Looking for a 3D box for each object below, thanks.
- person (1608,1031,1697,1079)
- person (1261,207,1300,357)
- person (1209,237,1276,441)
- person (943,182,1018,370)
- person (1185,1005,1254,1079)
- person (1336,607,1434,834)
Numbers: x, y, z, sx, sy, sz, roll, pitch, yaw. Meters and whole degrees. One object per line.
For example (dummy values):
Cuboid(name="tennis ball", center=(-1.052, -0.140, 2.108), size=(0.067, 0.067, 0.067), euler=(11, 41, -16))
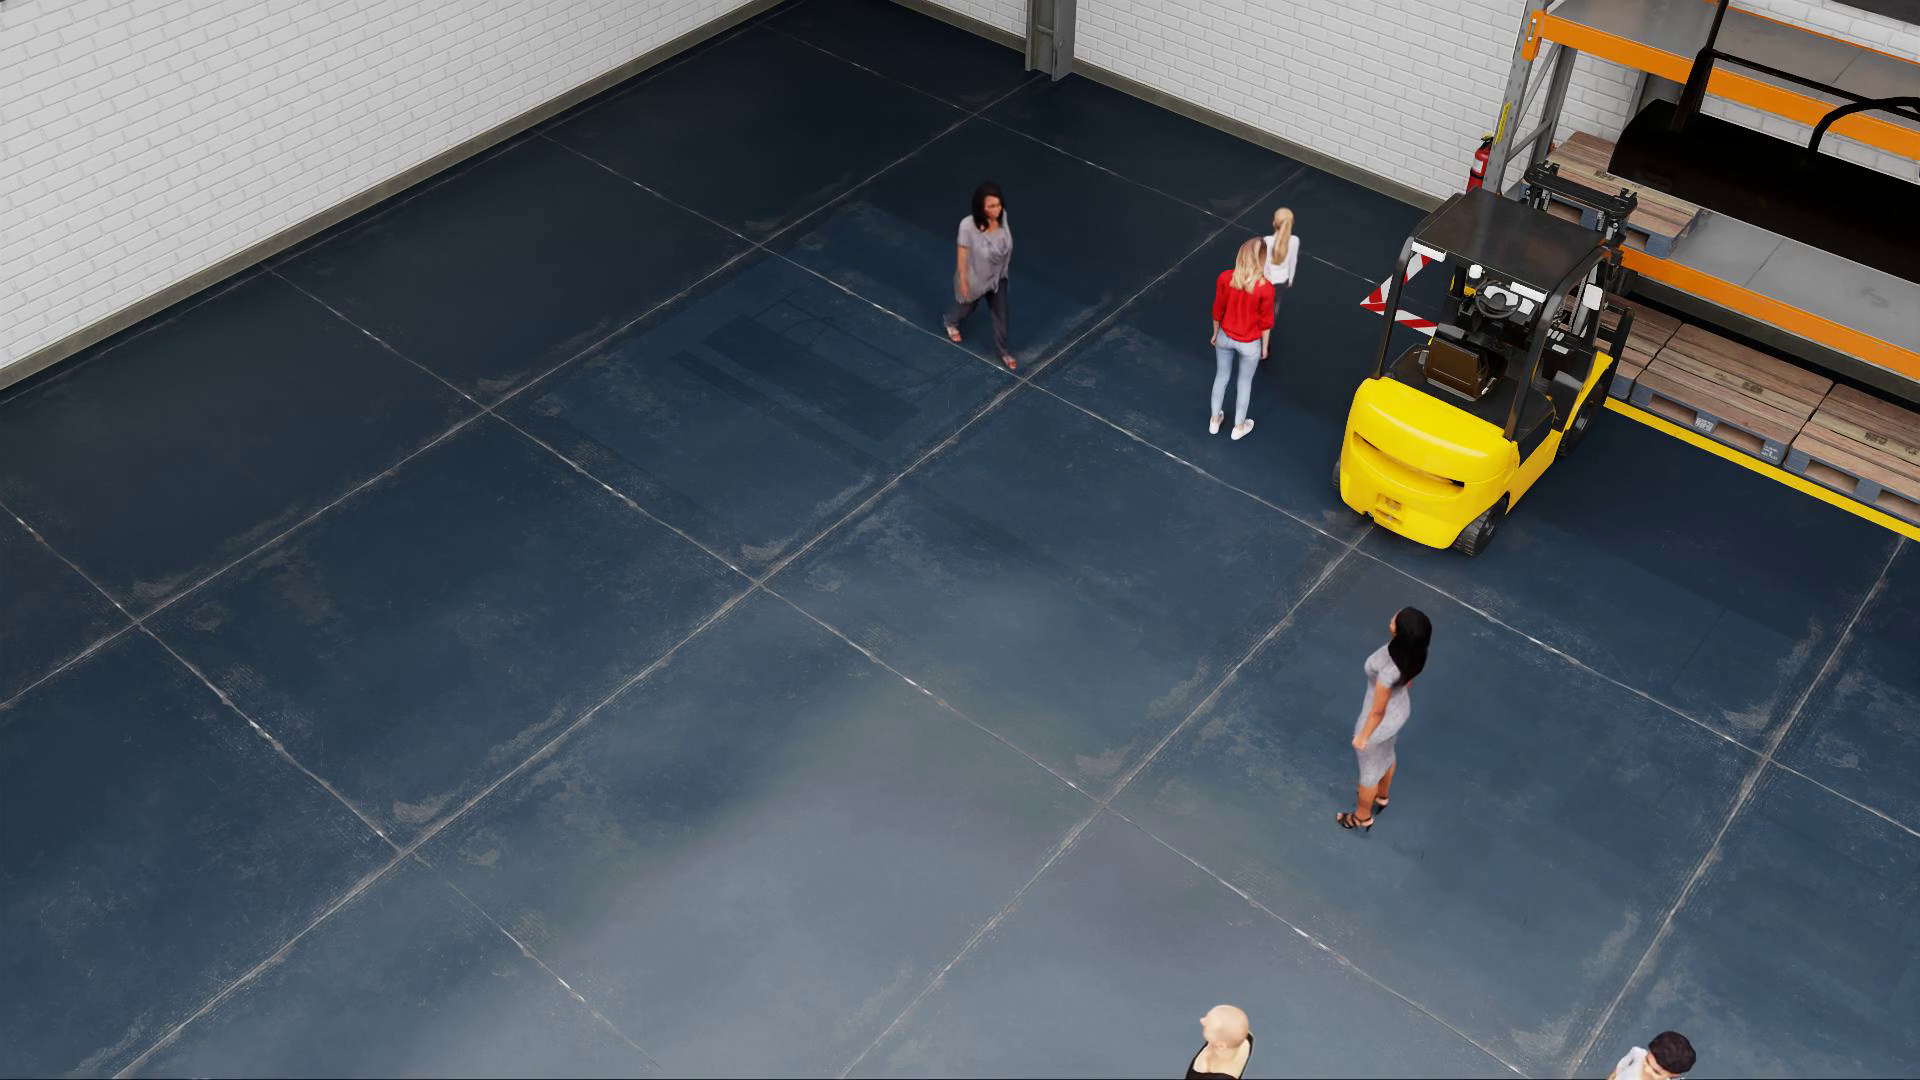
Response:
Cuboid(name="person", center=(3.351, 2.759, 8.179), size=(0.787, 1.246, 0.803), euler=(-14, 45, -14))
Cuboid(name="person", center=(2.495, -2.039, 13.202), size=(0.801, 1.265, 0.840), euler=(0, 44, 0))
Cuboid(name="person", center=(2.063, -1.484, 12.302), size=(0.525, 1.703, 0.724), euler=(20, 47, 20))
Cuboid(name="person", center=(0.135, -2.141, 13.079), size=(0.795, 1.581, 1.095), euler=(-26, 49, -24))
Cuboid(name="person", center=(1.172, 2.717, 7.810), size=(0.631, 1.815, 0.713), euler=(14, 45, 14))
Cuboid(name="person", center=(2.452, 1.047, 9.588), size=(0.534, 1.781, 0.602), euler=(34, 53, 30))
